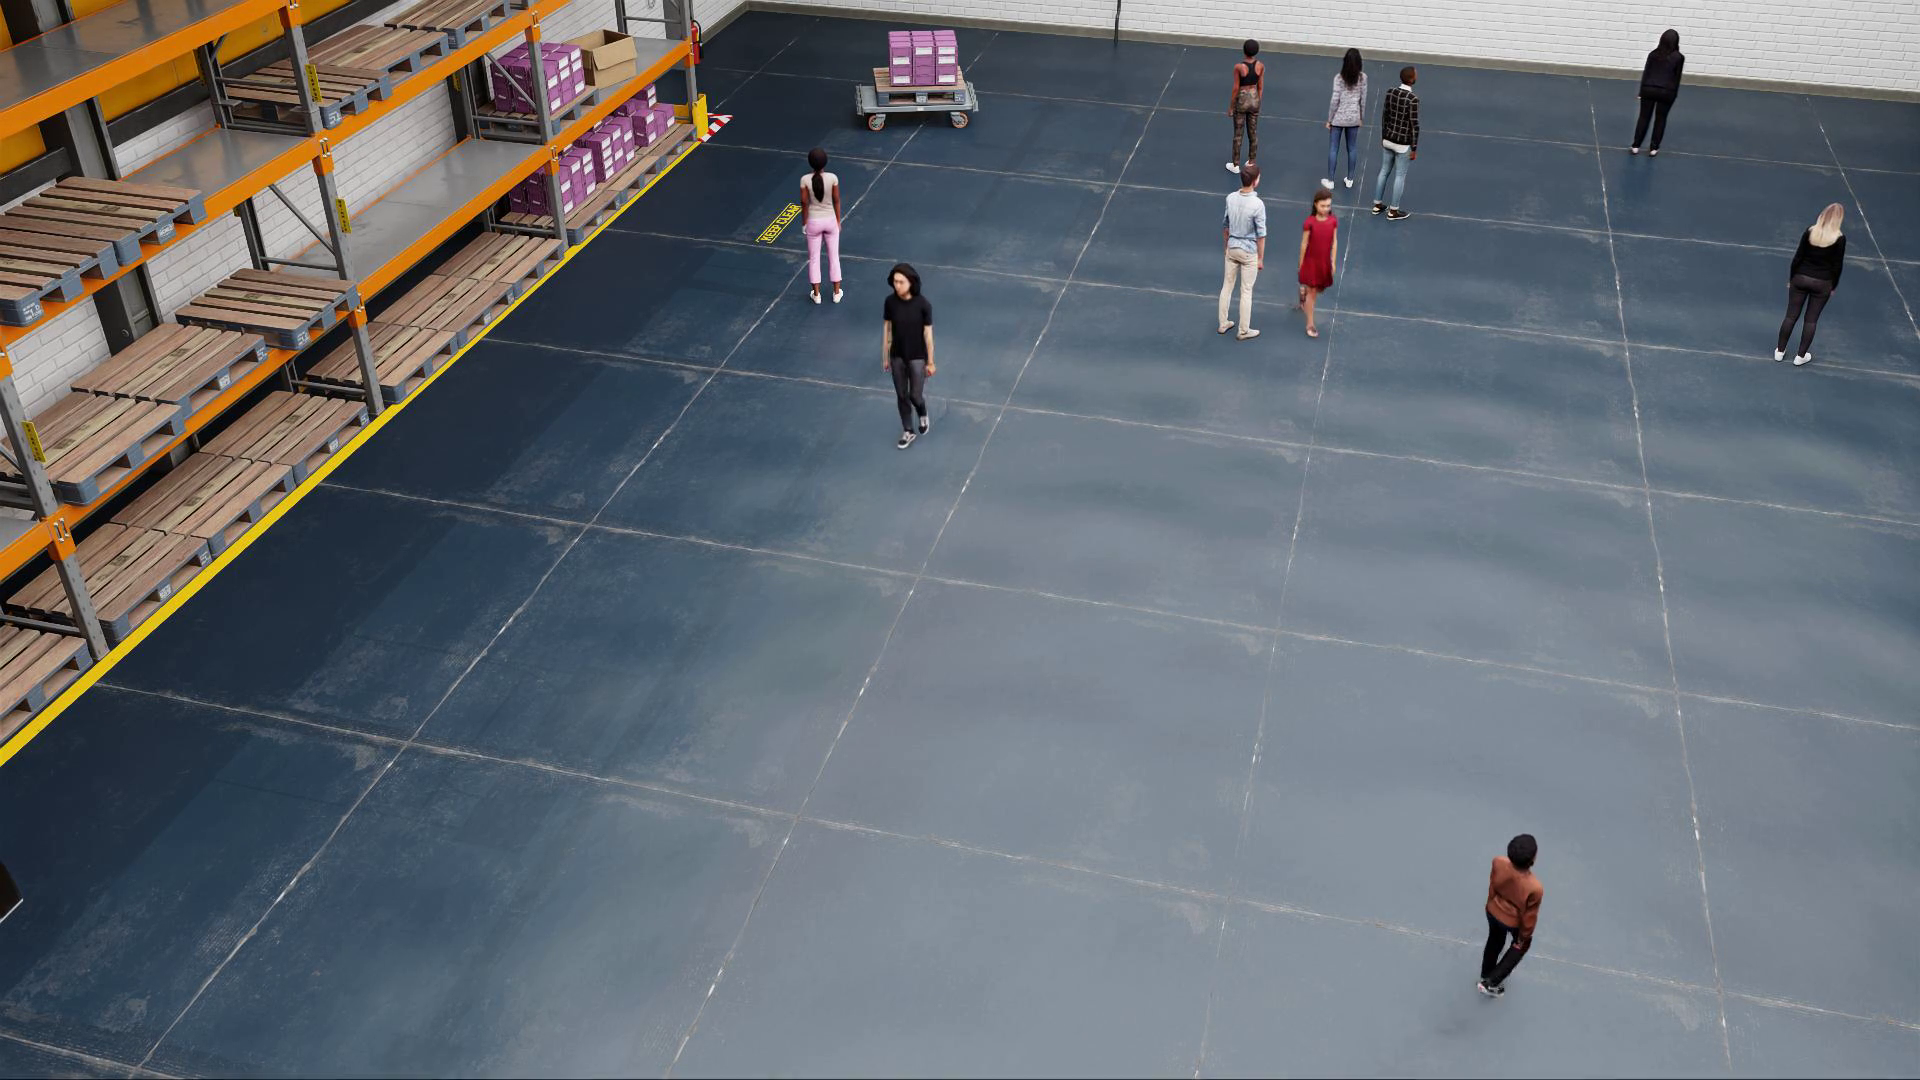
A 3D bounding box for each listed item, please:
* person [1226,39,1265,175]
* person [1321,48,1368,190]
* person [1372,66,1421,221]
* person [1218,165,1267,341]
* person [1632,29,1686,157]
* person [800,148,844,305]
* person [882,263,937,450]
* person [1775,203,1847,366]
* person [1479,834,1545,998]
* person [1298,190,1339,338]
[{"bbox_3d":[3.613,-5.487,21.011,0.656,1.699,0.671,-7,34,-10],"label":"person"},{"bbox_3d":[4.762,-5.219,20.579,0.690,1.731,0.660,-4,34,-7],"label":"person"},{"bbox_3d":[5.194,-4.724,19.753,0.768,1.821,0.743,-24,40,-31],"label":"person"},{"bbox_3d":[2.900,-2.963,17.080,0.734,1.848,0.724,28,43,35],"label":"person"},{"bbox_3d":[9.062,-5.798,21.556,0.676,1.614,0.678,15,36,21],"label":"person"},{"bbox_3d":[-1.478,-3.365,17.781,0.641,1.741,0.637,-5,34,-7],"label":"person"},{"bbox_3d":[-0.431,-1.726,15.247,0.683,1.816,0.716,12,36,18],"label":"person"},{"bbox_3d":[8.506,-2.556,16.614,0.685,1.686,0.666,24,40,31],"label":"person"},{"bbox_3d":[3.196,2.235,9.803,0.685,1.247,0.634,-24,40,-31],"label":"person"},{"bbox_3d":[3.704,-2.936,17.323,0.796,1.535,1.004,-5,34,-8],"label":"person"}]
